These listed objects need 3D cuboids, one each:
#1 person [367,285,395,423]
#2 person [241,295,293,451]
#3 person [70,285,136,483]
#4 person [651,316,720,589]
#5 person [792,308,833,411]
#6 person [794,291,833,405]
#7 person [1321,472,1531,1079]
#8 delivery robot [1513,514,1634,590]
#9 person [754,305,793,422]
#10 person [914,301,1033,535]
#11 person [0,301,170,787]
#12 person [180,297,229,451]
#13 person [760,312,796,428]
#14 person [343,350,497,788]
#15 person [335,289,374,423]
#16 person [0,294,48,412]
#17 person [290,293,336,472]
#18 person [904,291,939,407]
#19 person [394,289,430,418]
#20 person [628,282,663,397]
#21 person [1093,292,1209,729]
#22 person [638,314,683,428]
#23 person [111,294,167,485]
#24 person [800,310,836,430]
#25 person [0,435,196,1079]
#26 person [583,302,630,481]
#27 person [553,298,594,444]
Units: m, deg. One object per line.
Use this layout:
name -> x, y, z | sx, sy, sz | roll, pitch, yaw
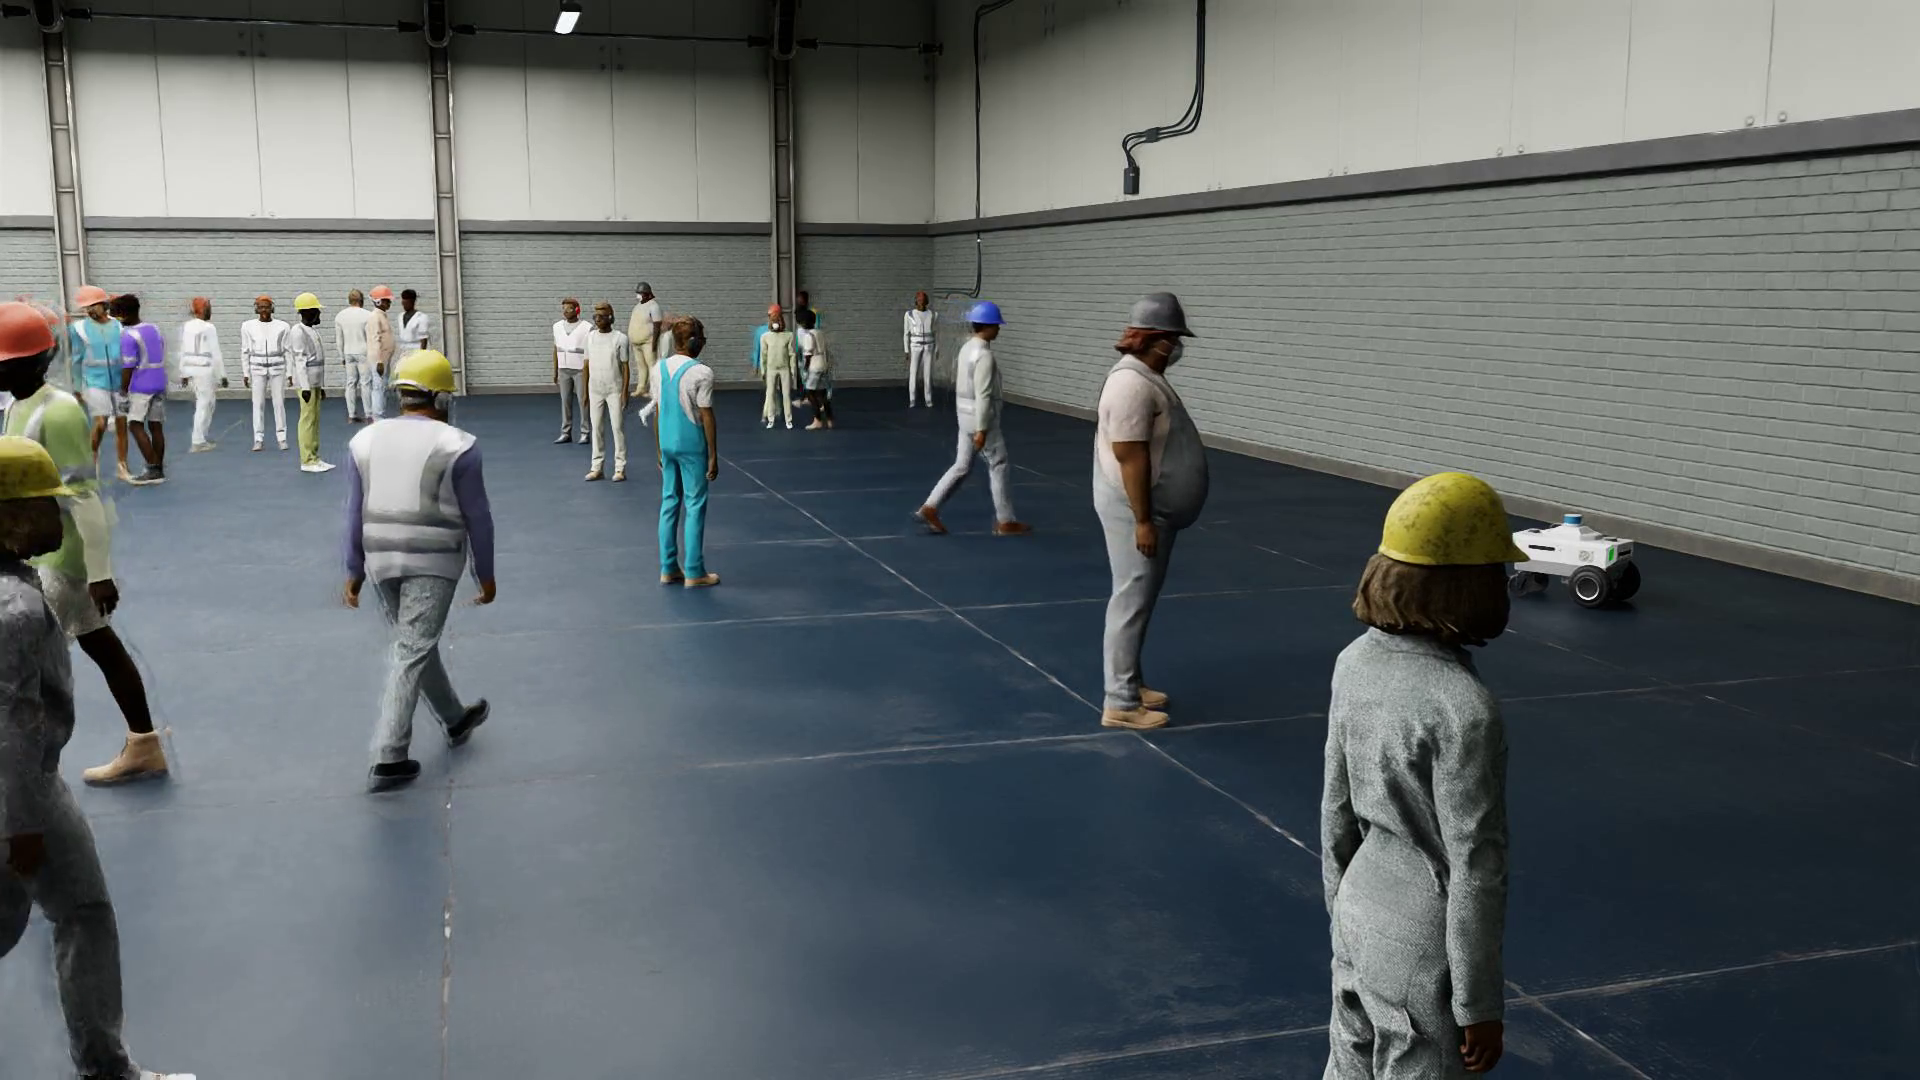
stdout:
person -> -7.702, -2.389, 22.194 | 0.391, 1.995, 0.613 | -1, 9, -9
person -> -8.426, -2.027, 20.244 | 0.575, 1.883, 0.351 | -4, 10, -22
person -> -8.664, -1.572, 16.915 | 0.574, 2.021, 0.535 | -7, 11, -36
person -> -1.838, -0.584, 11.206 | 0.516, 1.835, 0.357 | 5, 10, 29
person -> -2.382, -2.856, 26.300 | 0.883, 1.623, 0.558 | 3, 9, 20
person -> -2.461, -3.182, 27.586 | 0.573, 1.893, 0.635 | -8, 12, -41
person -> 0.837, 0.743, 3.010 | 0.308, 1.743, 0.494 | -2, 9, -15
delivery robot -> 3.952, 0.075, 10.755 | 0.477, 0.478, 0.707 | -9, 13, -44
person -> -2.729, -2.599, 24.482 | 0.572, 1.696, 0.916 | 4, 10, 25
person -> 0.096, -0.969, 13.411 | 0.919, 1.919, 0.609 | -3, 9, -19
person -> -3.656, 0.073, 6.506 | 1.015, 1.978, 0.693 | -7, 11, -37
person -> -9.186, -2.010, 20.197 | 0.570, 1.866, 0.589 | 7, 11, 37
person -> -2.531, -2.359, 23.184 | 0.499, 1.627, 0.279 | 0, 9, -2
person -> -2.260, 0.094, 7.048 | 0.599, 1.772, 0.944 | 3, 9, 16
person -> -8.683, -2.646, 24.012 | 0.627, 1.941, 0.374 | 2, 9, 14
person -> -14.548, -2.907, 25.957 | 0.991, 1.857, 0.677 | -5, 10, -28
person -> -7.027, -1.700, 18.006 | 0.354, 1.930, 0.587 | -1, 9, -6
person -> -0.622, -3.097, 27.063 | 0.584, 1.882, 0.344 | -2, 9, -14
person -> -8.139, -2.728, 24.556 | 0.671, 1.928, 0.563 | 5, 10, 28
person -> -5.581, -3.532, 29.339 | 0.683, 2.000, 0.538 | 8, 12, 42
person -> 0.899, -0.157, 7.810 | 0.535, 2.000, 0.687 | 2, 9, 13
person -> -4.041, -2.297, 22.830 | 0.666, 1.610, 0.530 | 2, 9, 12
person -> -8.259, -1.517, 16.853 | 0.402, 1.931, 0.716 | 1, 9, 9
person -> -1.969, -2.362, 23.095 | 0.368, 1.665, 0.701 | 3, 9, 19
person -> -2.344, 0.612, 3.971 | 0.748, 1.722, 0.488 | -8, 12, -43
person -> -3.645, -1.519, 17.121 | 0.507, 1.846, 0.345 | 1, 9, 9
person -> -4.879, -2.133, 21.034 | 0.565, 1.846, 0.390 | 2, 9, 14
